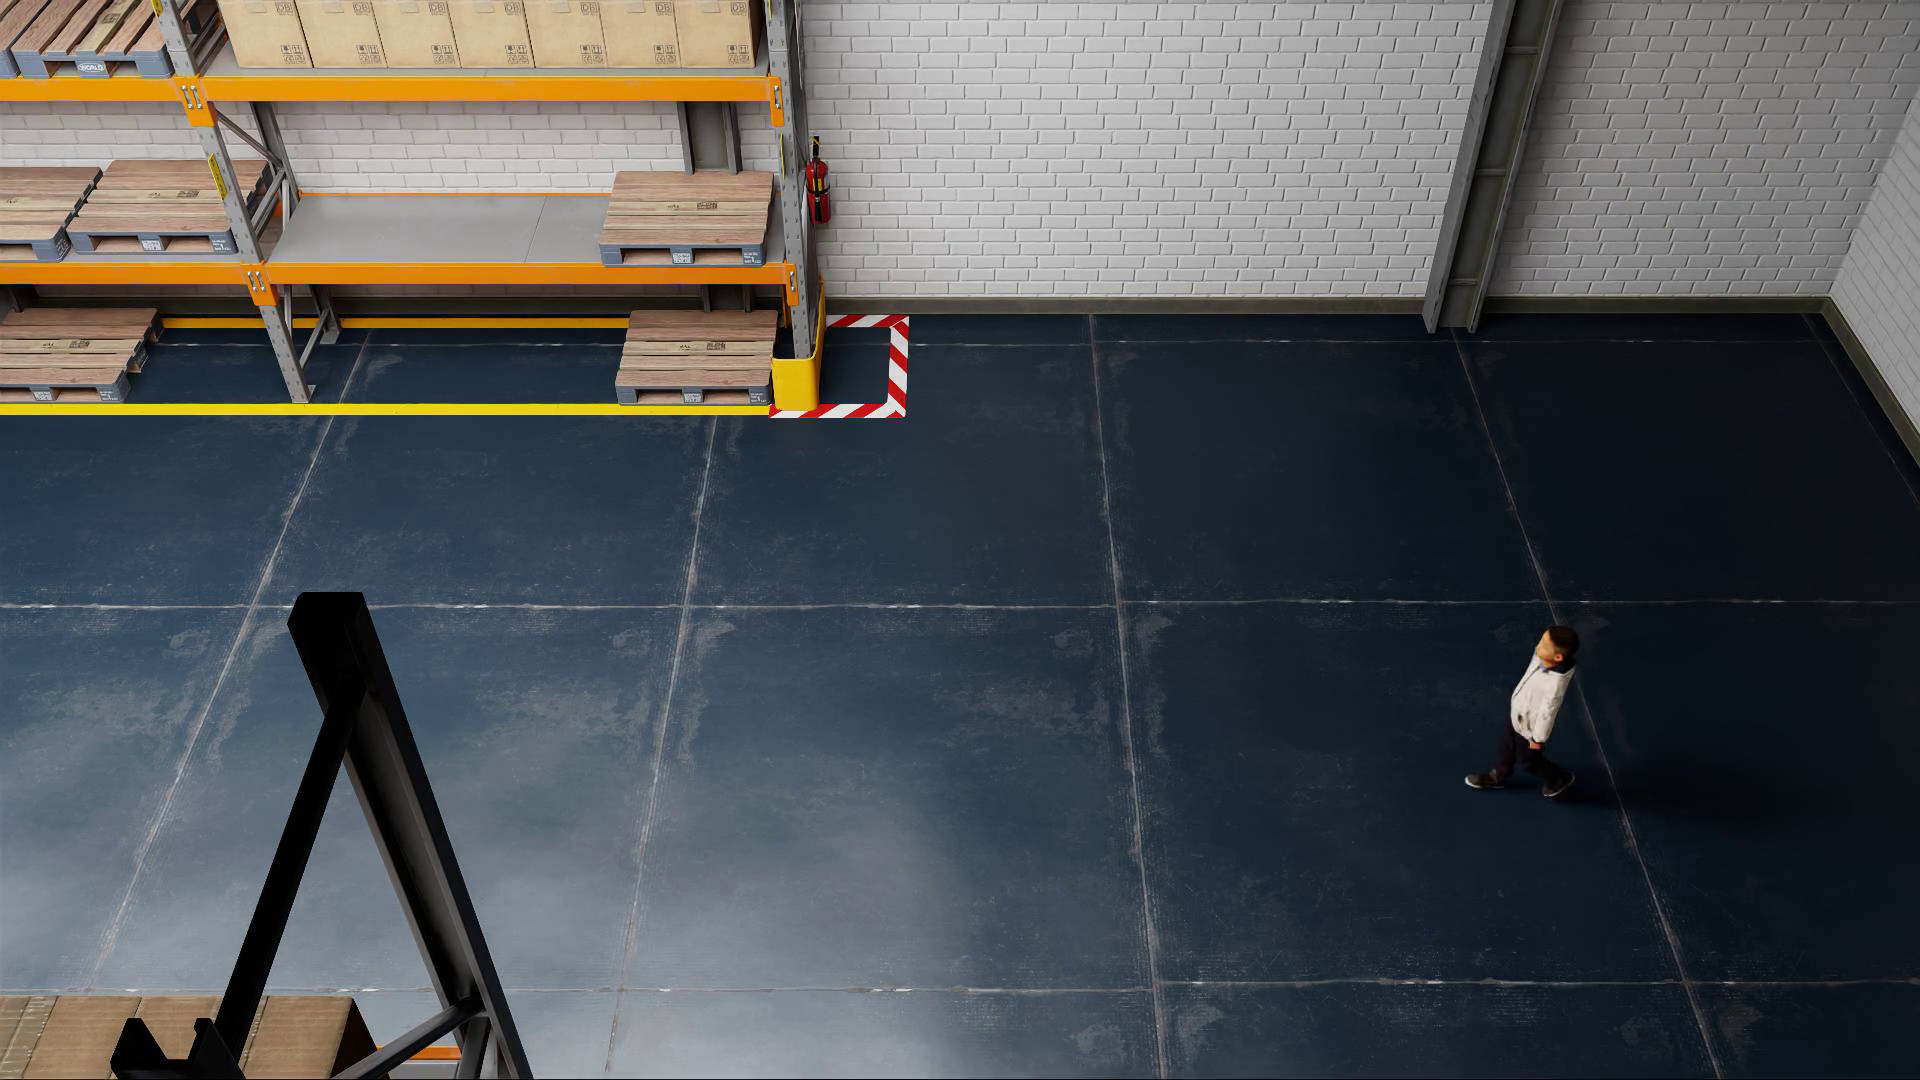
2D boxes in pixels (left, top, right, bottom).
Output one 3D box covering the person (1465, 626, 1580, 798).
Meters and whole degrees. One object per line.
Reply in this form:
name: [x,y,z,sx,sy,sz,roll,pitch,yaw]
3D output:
person: [3.455,1.043,9.859,0.833,1.441,0.617,3,44,3]
